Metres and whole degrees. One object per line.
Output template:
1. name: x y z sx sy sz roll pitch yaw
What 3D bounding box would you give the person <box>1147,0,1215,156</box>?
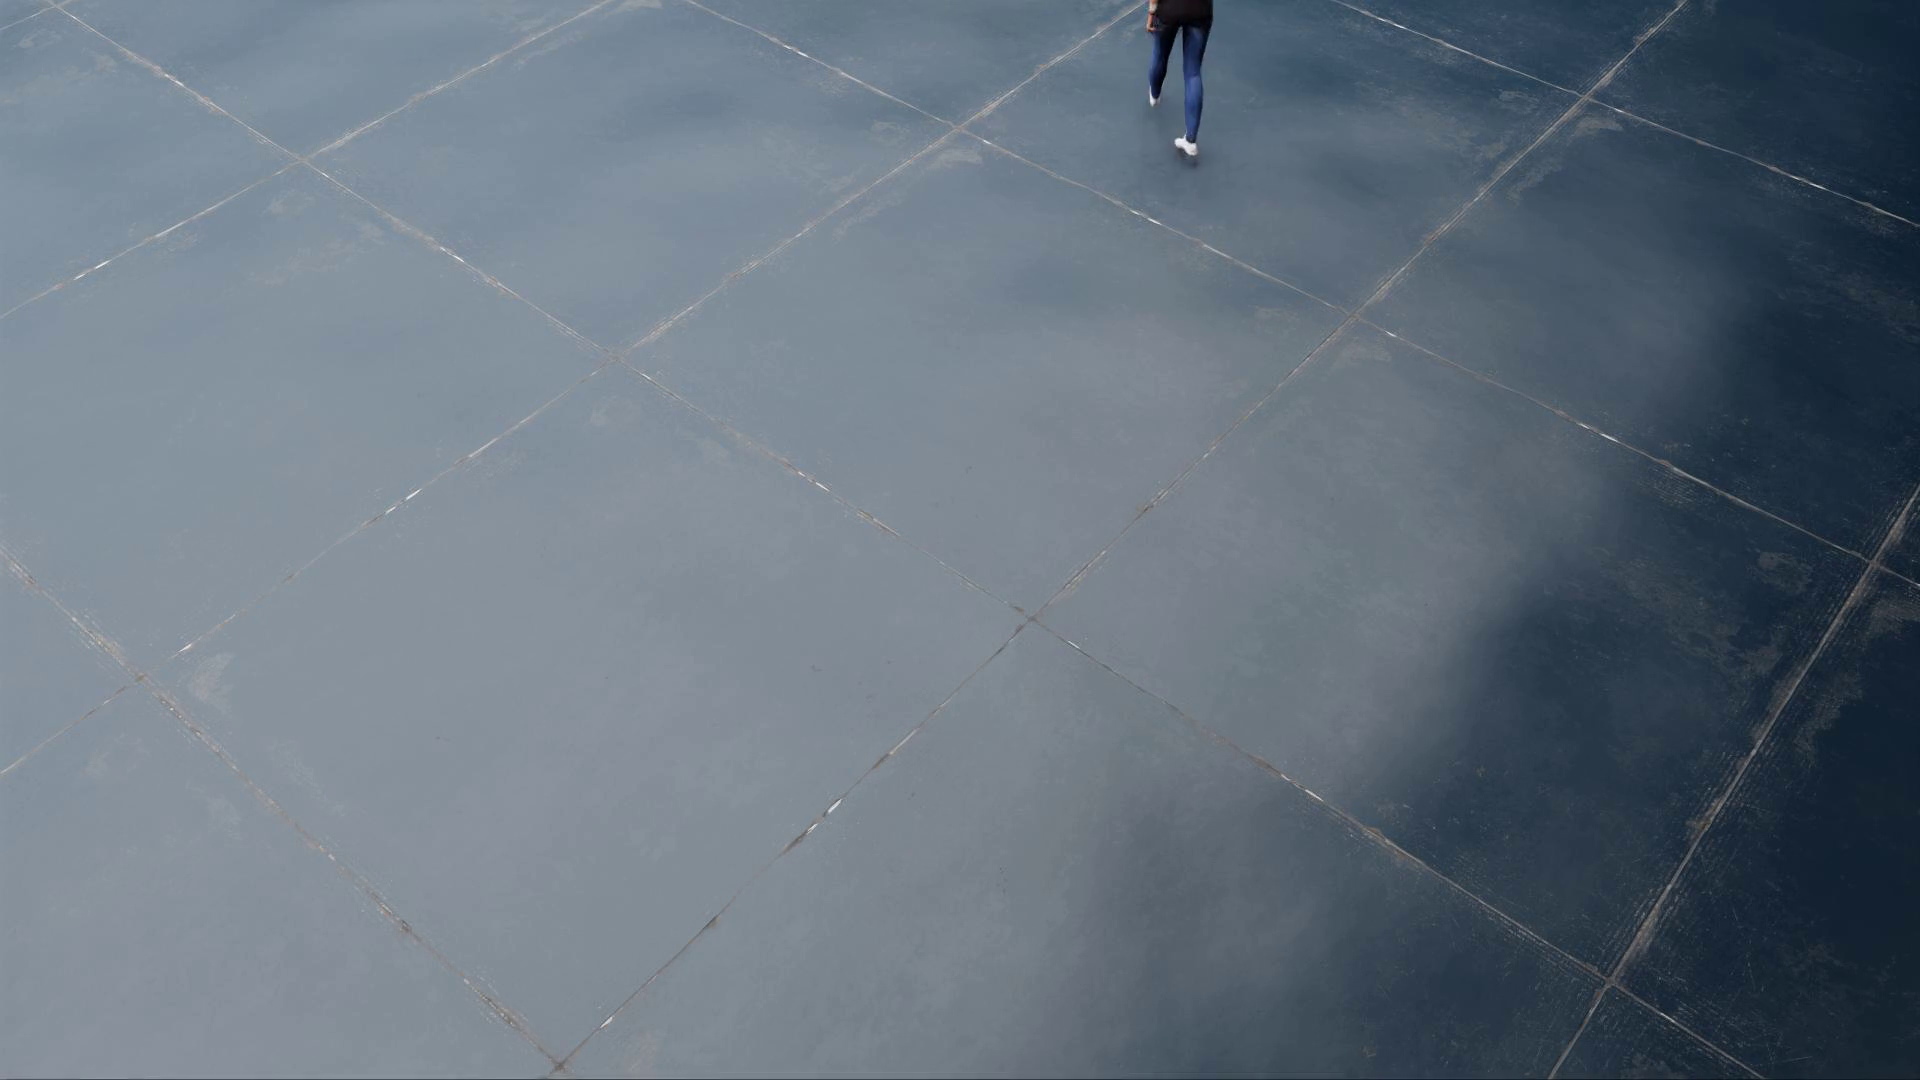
1. person: 1.387 -3.180 10.250 1.048 1.669 1.151 -5 47 -4
